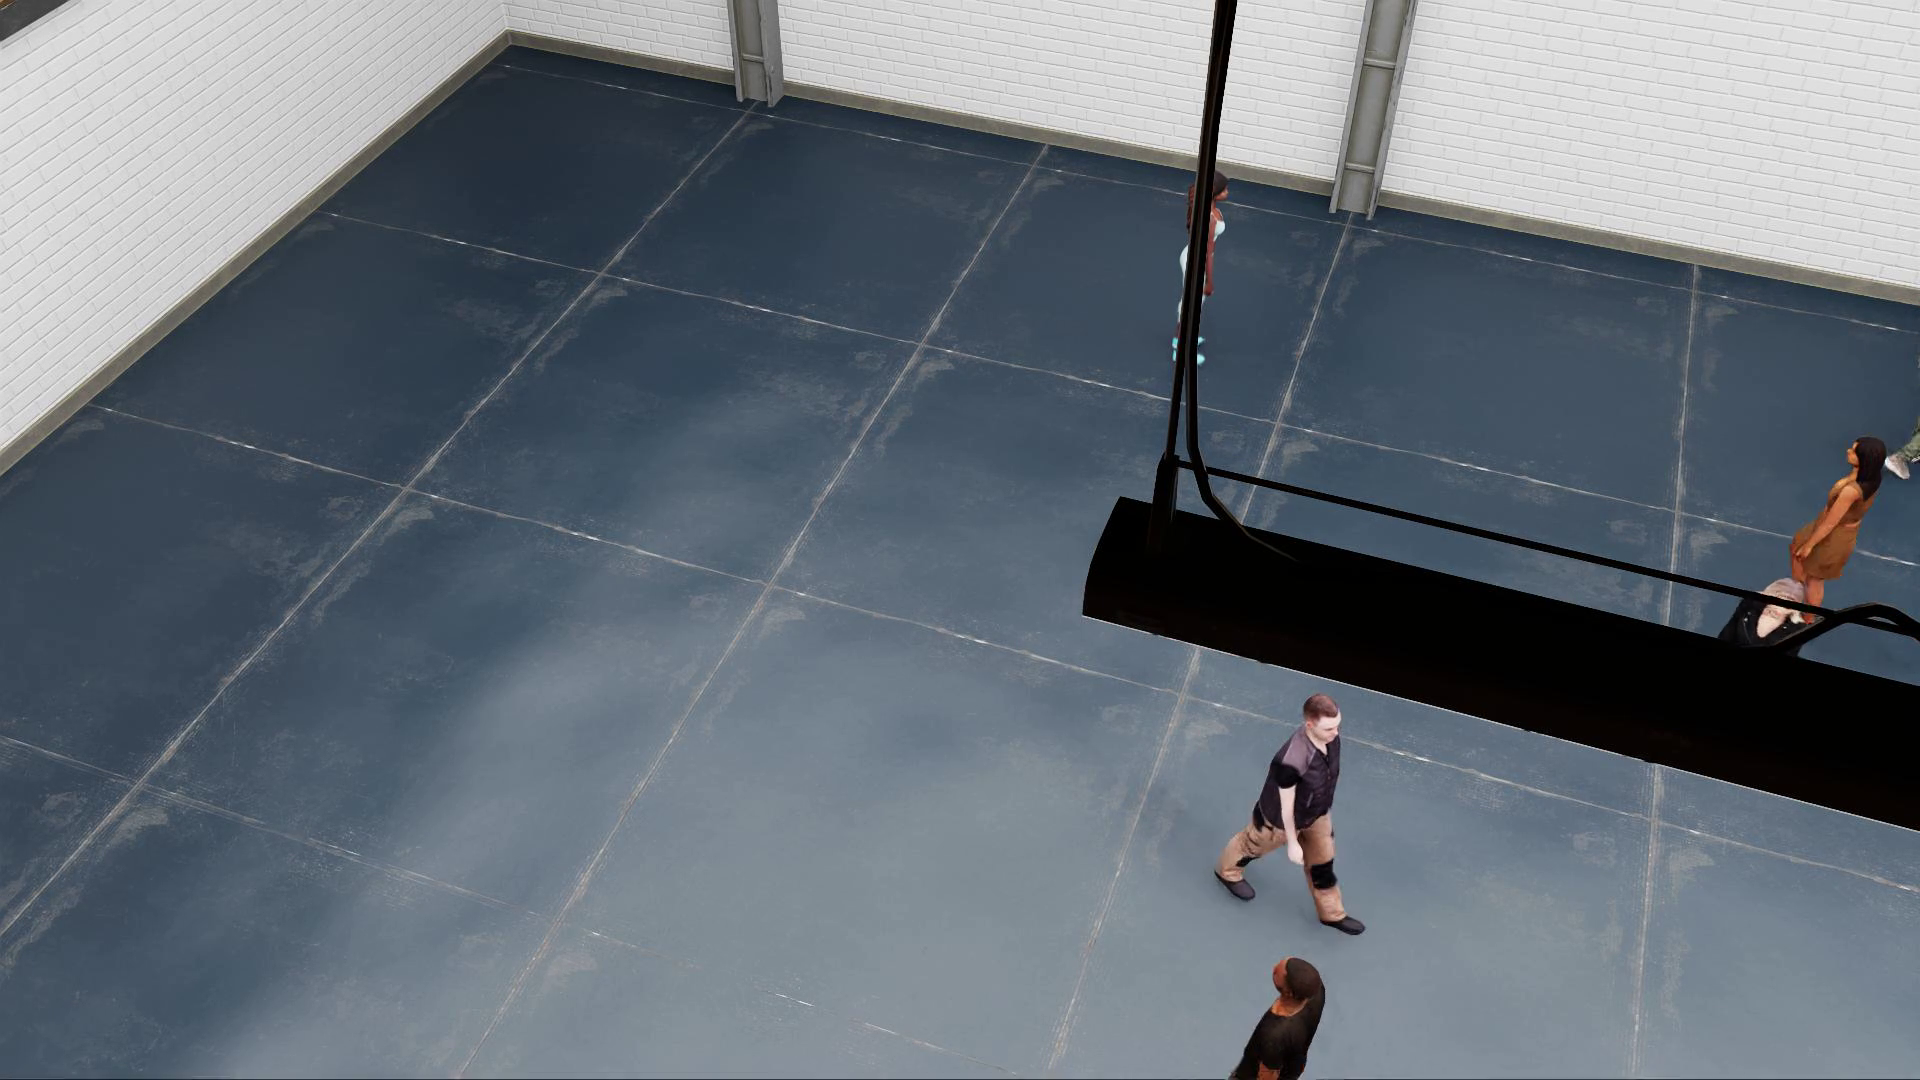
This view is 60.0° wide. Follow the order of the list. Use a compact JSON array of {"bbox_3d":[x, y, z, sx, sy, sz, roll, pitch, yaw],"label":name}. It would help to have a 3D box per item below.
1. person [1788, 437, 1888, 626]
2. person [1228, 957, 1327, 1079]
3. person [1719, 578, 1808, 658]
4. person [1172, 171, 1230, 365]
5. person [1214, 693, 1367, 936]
[{"bbox_3d":[5.772,0.023,10.864,0.688,1.675,0.658,27,50,26],"label":"person"},{"bbox_3d":[1.588,2.604,8.069,0.934,1.794,0.818,32,52,29],"label":"person"},{"bbox_3d":[4.784,0.780,10.073,0.672,1.670,0.778,32,52,29],"label":"person"},{"bbox_3d":[1.867,-2.160,13.122,0.661,1.721,0.652,-4,44,-5],"label":"person"},{"bbox_3d":[1.768,1.449,9.281,1.032,1.794,1.263,-32,52,-29],"label":"person"}]
